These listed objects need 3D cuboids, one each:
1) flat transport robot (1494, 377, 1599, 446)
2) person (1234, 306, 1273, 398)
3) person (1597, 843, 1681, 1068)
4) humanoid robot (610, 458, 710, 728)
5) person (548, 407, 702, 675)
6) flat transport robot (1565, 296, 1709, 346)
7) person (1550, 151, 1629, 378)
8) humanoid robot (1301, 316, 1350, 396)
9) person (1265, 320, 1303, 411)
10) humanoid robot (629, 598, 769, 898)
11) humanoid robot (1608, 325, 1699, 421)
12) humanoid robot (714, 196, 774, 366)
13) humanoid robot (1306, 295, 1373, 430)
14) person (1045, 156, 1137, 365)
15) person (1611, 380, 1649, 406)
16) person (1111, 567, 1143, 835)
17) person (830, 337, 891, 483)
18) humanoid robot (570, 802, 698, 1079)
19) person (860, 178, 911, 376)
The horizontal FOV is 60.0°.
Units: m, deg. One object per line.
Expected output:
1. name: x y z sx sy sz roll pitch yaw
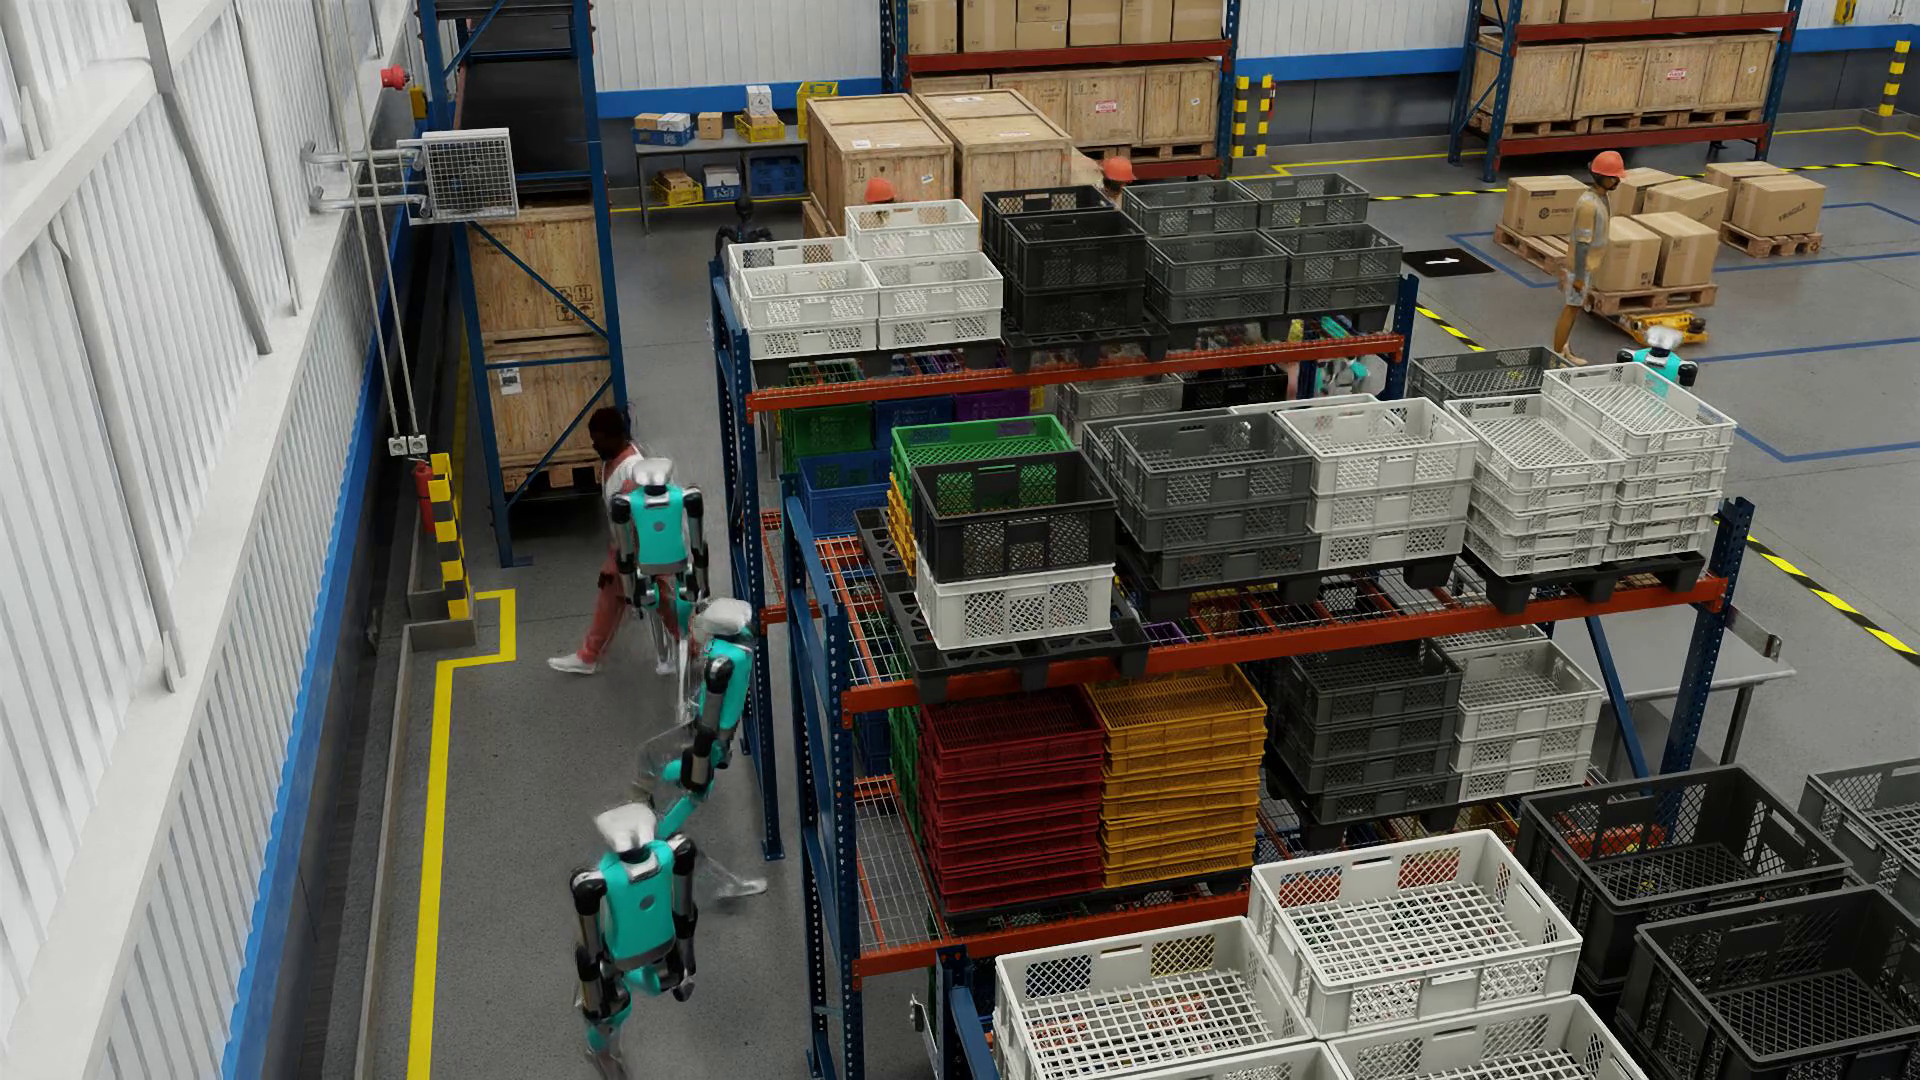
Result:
1. flat transport robot: 4.780 -1.036 14.013 0.659 0.231 1.431 -6 28 -12
2. person: 2.241 -1.377 12.997 0.558 1.819 0.543 -7 28 -12
3. person: 2.620 1.951 6.762 0.486 1.743 0.295 14 31 25
4. humanoid robot: -1.799 0.170 10.158 0.542 1.759 0.967 -5 28 -9
5. person: -2.098 0.059 10.230 0.959 1.862 0.592 -14 31 -24
6. flat transport robot: 6.623 -2.265 16.314 0.652 0.197 1.431 -6 28 -12
7. person: 5.593 -2.453 14.801 0.391 2.041 0.610 15 31 26
8. humanoid robot: 2.605 -1.328 12.991 0.585 1.777 0.875 -16 32 -27
9. person: 2.322 -0.775 11.957 0.928 1.707 0.532 3 28 5
10. humanoid robot: -1.431 1.073 8.430 0.949 1.722 0.563 5 28 9
11. humanoid robot: 4.880 -0.779 11.808 0.533 1.674 0.735 16 32 28
12. humanoid robot: -1.921 -2.243 14.800 0.616 1.634 0.416 3 28 6
13. humanoid robot: 3.153 -1.611 13.600 0.840 1.828 0.555 -23 35 -36
14. person: 1.204 -2.421 14.774 0.905 2.013 0.619 -7 29 -14
15. person: 4.154 -0.165 10.644 0.309 1.868 0.529 -3 28 -6
16. person: 0.791 0.910 8.614 0.325 1.864 0.505 0 28 0
17. person: -0.811 -0.913 12.146 0.917 1.795 0.639 -8 29 -14
18. humanoid robot: -1.513 1.755 7.177 0.549 1.782 0.929 -20 34 -33
19. person: -0.620 -2.196 14.455 0.495 1.907 0.553 3 28 5
